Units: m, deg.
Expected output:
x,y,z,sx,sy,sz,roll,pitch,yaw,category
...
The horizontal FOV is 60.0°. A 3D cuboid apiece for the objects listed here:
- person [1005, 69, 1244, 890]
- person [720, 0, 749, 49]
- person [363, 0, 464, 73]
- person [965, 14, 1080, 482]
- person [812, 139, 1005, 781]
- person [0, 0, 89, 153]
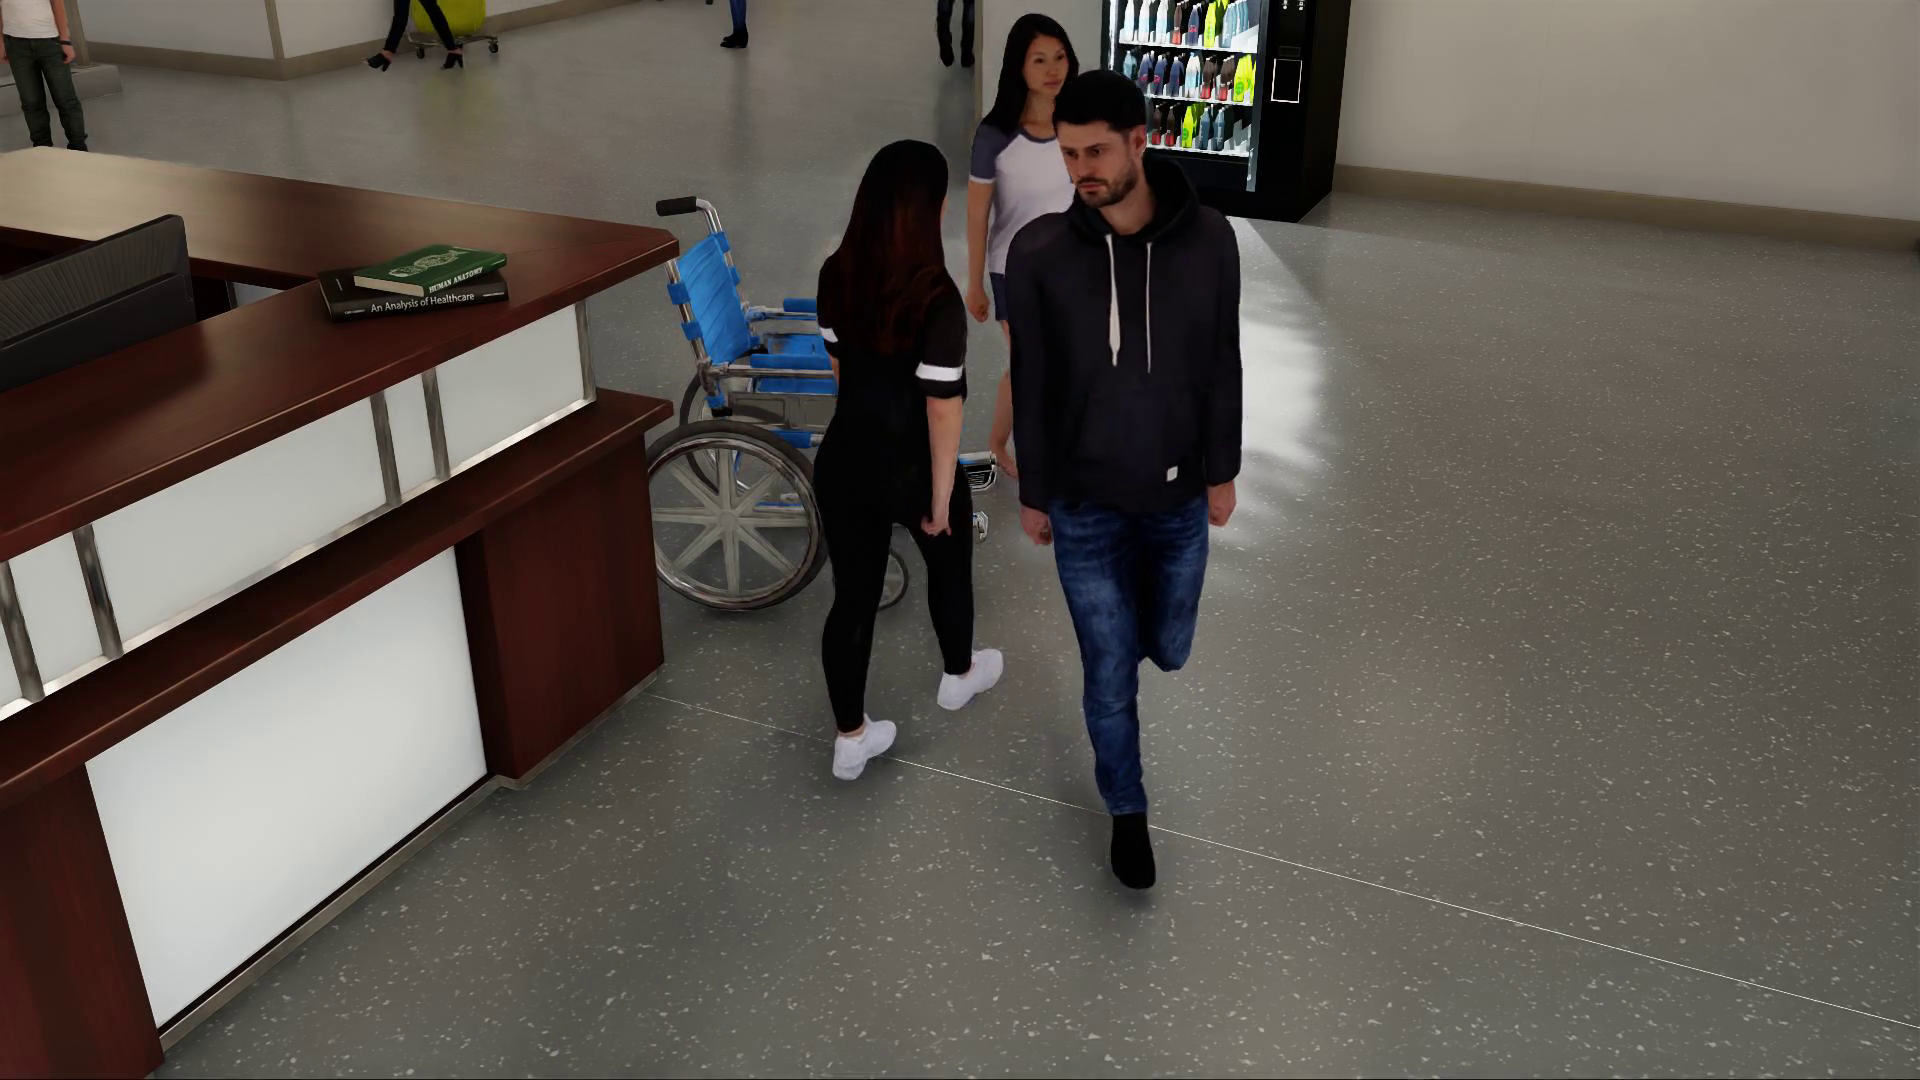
x,y,z,sx,sy,sz,roll,pitch,yaw,category
0.368,-0.145,3.847,1.100,1.856,1.056,-3,26,-6,person
-1.997,-5.139,14.460,0.644,1.632,0.671,1,26,2,person
-4.258,-4.557,13.173,0.972,1.700,1.086,-21,33,-37,person
0.220,-0.895,5.632,1.017,1.655,1.168,-14,29,-26,person
-0.226,-0.141,4.120,0.851,1.611,0.716,13,29,25,person
-5.546,-2.991,9.980,0.639,1.654,0.726,-4,26,-9,person
